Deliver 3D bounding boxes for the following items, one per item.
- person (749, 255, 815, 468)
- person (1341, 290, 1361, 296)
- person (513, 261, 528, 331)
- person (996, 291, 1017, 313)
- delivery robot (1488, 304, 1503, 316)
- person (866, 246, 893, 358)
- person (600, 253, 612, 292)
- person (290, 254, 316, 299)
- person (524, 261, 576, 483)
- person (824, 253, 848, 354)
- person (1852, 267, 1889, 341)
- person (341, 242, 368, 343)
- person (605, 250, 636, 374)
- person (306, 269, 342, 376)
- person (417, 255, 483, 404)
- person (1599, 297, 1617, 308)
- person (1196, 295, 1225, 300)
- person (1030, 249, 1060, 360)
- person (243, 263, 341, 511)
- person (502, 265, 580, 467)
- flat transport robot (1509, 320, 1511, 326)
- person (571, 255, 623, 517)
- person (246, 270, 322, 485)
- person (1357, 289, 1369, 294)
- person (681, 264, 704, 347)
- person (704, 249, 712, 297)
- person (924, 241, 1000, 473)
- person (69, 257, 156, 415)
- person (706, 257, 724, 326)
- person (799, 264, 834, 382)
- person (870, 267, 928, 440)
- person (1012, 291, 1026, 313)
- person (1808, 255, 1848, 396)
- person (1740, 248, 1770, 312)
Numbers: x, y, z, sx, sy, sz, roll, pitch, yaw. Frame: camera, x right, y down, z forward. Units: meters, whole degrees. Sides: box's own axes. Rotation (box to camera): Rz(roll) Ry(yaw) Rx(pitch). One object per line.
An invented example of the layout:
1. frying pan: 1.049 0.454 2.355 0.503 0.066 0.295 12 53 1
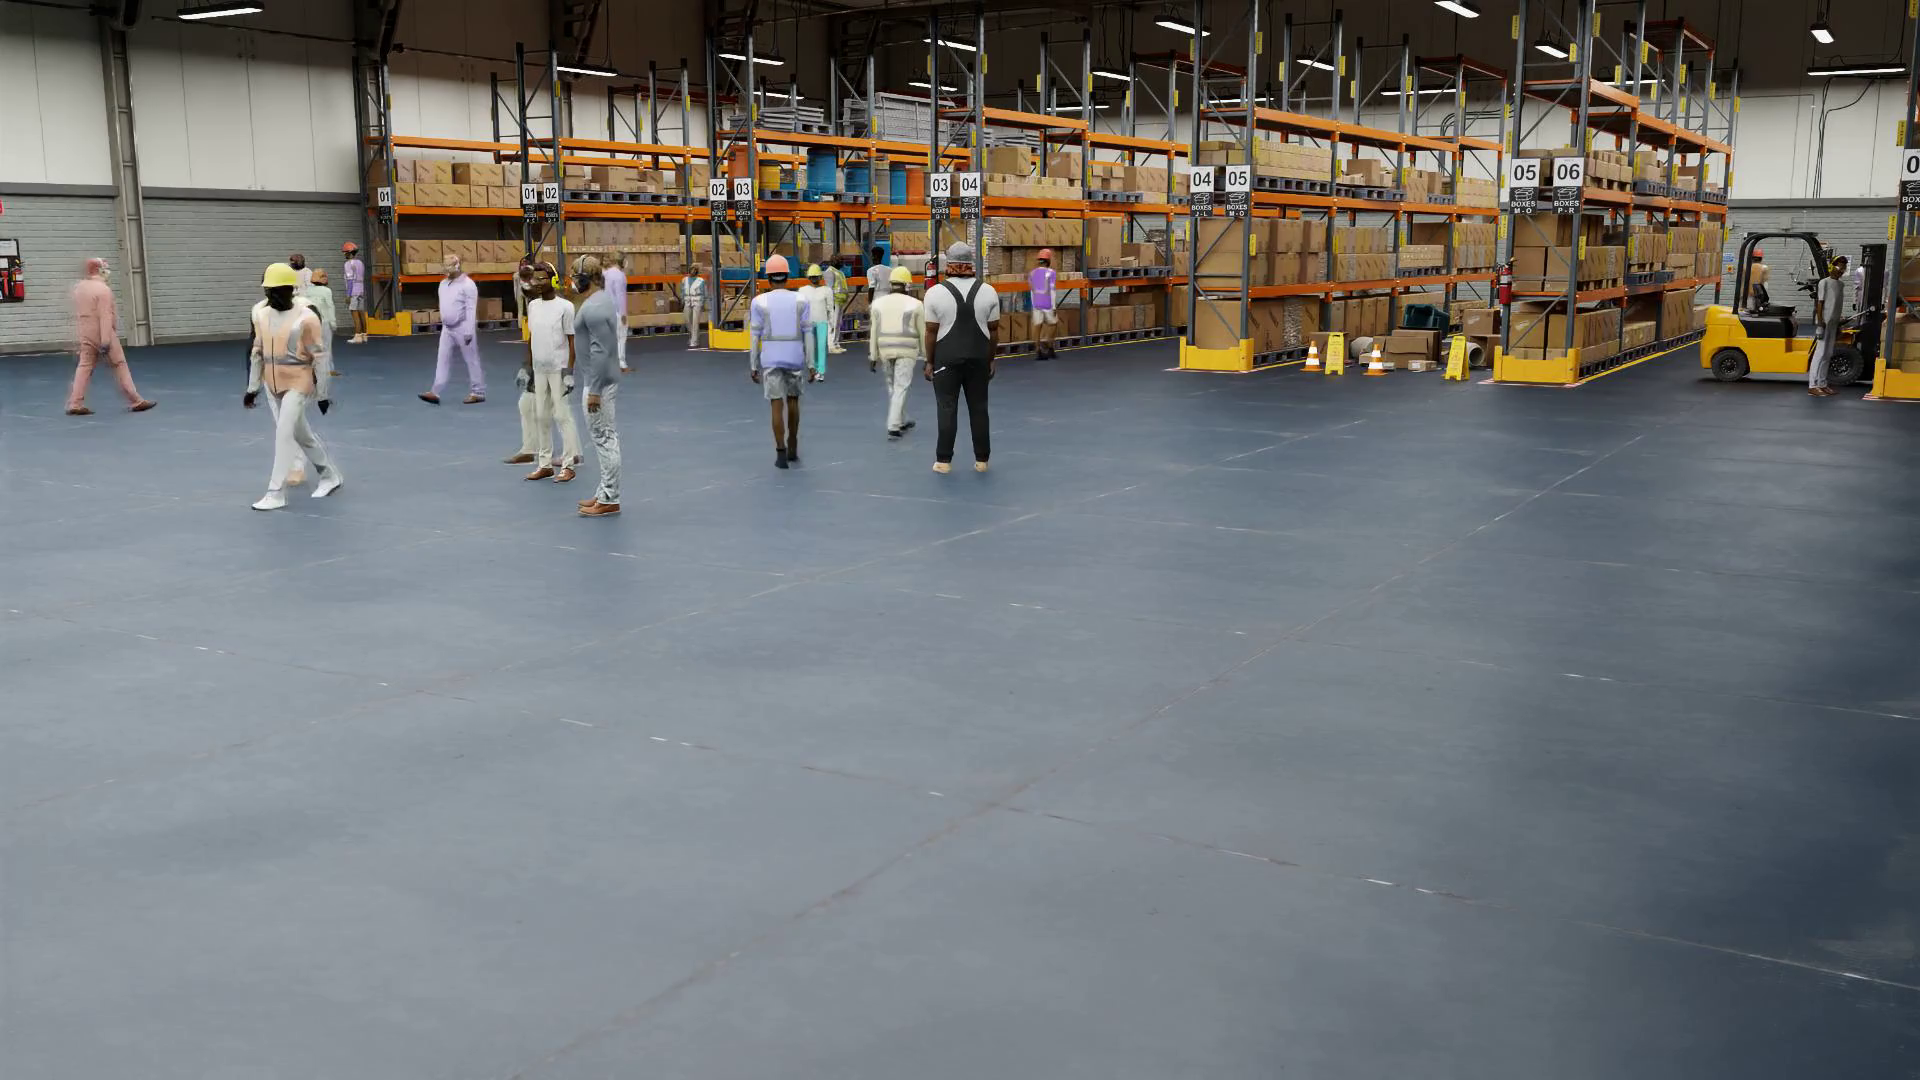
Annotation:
1. person: -1.638 -1.633 15.193 0.588 1.907 0.790 -3 10 -15
2. person: 9.285 -5.842 39.336 0.515 1.715 0.666 10 14 44
3. person: -10.043 -5.627 38.376 0.494 1.624 0.280 -1 10 -5
4. person: 0.830 -4.801 32.907 0.628 1.931 0.375 0 10 1
5. delivery robot: 12.919 -5.511 40.456 0.707 0.478 0.477 -2 10 -10
6. person: -1.434 -4.216 29.511 0.374 1.966 0.607 9 13 40
7. person: -6.456 -4.309 30.372 0.514 1.844 0.328 -10 14 -44
8. person: -11.514 -4.076 29.086 0.634 1.839 0.429 9 13 40
9. person: -3.491 -1.422 14.133 0.513 1.872 0.328 5 11 25
10. person: -2.274 -4.366 30.701 0.430 1.843 0.625 3 10 14
11. person: 17.258 -4.554 31.560 0.580 1.918 0.402 5 11 28
12. person: -12.292 -5.000 33.691 0.393 2.041 0.613 1 10 8
13. person: -5.368 -3.515 25.723 0.563 1.926 0.641 -5 11 -25
14. person: -9.727 -3.309 25.366 0.500 1.633 0.280 4 11 21
15. person: -6.381 -2.618 20.824 0.674 1.863 0.932 6 12 29
16. person: 15.357 -5.880 39.173 1.037 1.869 0.610 4 11 20
17. person: 4.534 -4.390 30.308 0.606 2.035 0.405 6 12 31
18. person: 1.514 -4.077 28.852 0.570 1.919 0.649 8 13 37
19. person: -5.188 -1.205 12.919 0.591 1.881 0.999 5 11 27
20. person: -3.833 -1.550 14.976 0.809 1.827 0.529 -4 11 -20
21. flat transport robot: 13.742 -5.349 40.604 0.652 0.197 1.431 3 11 16
22. person: -2.696 -1.135 12.343 0.375 1.936 0.627 -2 10 -9
23. person: -5.687 -1.353 13.879 0.650 1.820 0.638 3 10 14
24. person: 9.680 -6.086 40.300 0.987 1.858 0.651 -6 12 -31
25. person: -5.237 -4.590 32.581 0.530 1.617 0.365 4 11 22
26. person: -6.063 -6.118 40.399 0.575 1.882 0.359 7 12 33
27. person: -0.011 -1.614 14.731 0.677 2.000 0.536 -2 10 -13
28. person: -10.184 -2.420 19.771 0.648 1.854 0.988 6 12 29
29. person: -5.263 -5.262 35.955 0.328 1.761 0.523 -9 14 -43
30. person: -2.117 -3.215 24.610 0.512 1.719 0.940 1 10 3
31. person: -0.612 -1.947 17.331 0.621 1.780 0.946 4 11 22
32. person: 1.193 -5.147 35.732 0.626 1.609 0.309 -8 13 -40
33. person: 11.599 -2.852 22.165 0.514 1.864 0.336 -6 12 -32
34. person: 17.326 -5.399 36.295 0.548 1.916 0.797 6 12 31
